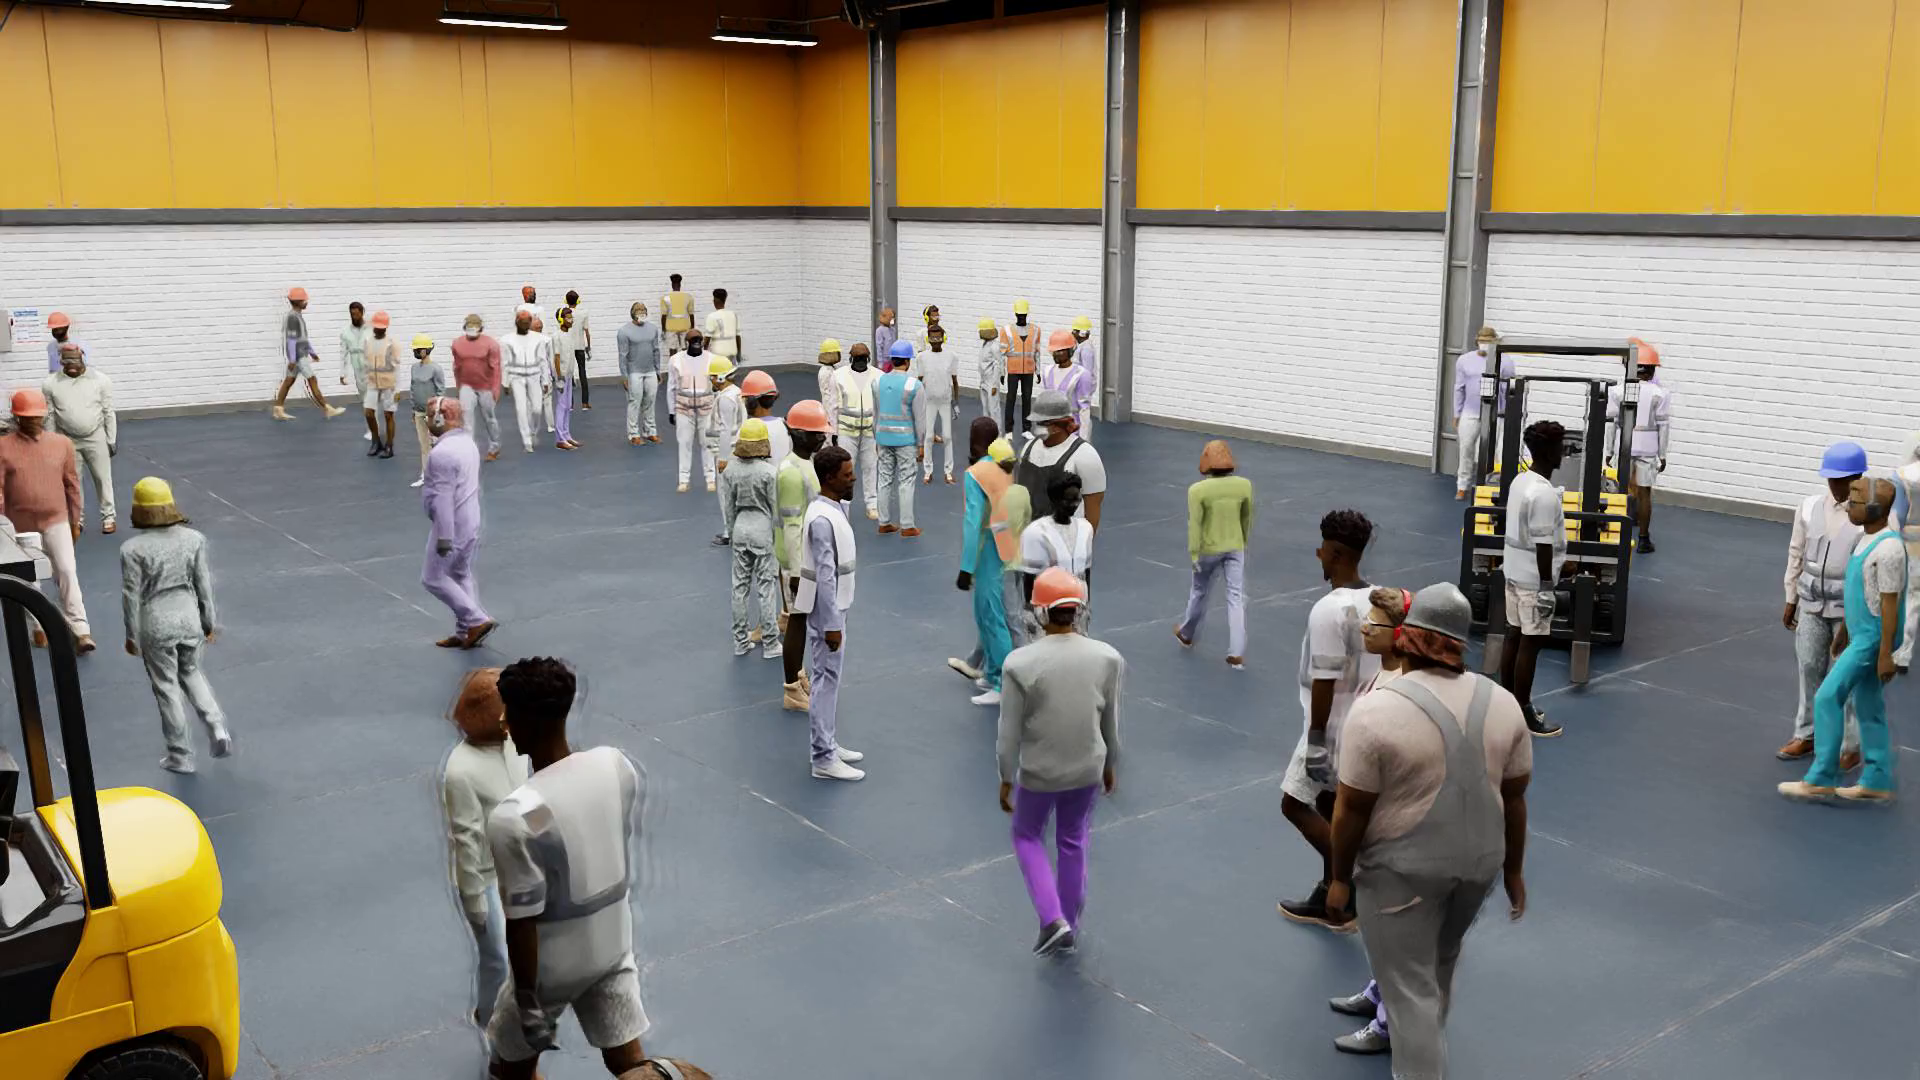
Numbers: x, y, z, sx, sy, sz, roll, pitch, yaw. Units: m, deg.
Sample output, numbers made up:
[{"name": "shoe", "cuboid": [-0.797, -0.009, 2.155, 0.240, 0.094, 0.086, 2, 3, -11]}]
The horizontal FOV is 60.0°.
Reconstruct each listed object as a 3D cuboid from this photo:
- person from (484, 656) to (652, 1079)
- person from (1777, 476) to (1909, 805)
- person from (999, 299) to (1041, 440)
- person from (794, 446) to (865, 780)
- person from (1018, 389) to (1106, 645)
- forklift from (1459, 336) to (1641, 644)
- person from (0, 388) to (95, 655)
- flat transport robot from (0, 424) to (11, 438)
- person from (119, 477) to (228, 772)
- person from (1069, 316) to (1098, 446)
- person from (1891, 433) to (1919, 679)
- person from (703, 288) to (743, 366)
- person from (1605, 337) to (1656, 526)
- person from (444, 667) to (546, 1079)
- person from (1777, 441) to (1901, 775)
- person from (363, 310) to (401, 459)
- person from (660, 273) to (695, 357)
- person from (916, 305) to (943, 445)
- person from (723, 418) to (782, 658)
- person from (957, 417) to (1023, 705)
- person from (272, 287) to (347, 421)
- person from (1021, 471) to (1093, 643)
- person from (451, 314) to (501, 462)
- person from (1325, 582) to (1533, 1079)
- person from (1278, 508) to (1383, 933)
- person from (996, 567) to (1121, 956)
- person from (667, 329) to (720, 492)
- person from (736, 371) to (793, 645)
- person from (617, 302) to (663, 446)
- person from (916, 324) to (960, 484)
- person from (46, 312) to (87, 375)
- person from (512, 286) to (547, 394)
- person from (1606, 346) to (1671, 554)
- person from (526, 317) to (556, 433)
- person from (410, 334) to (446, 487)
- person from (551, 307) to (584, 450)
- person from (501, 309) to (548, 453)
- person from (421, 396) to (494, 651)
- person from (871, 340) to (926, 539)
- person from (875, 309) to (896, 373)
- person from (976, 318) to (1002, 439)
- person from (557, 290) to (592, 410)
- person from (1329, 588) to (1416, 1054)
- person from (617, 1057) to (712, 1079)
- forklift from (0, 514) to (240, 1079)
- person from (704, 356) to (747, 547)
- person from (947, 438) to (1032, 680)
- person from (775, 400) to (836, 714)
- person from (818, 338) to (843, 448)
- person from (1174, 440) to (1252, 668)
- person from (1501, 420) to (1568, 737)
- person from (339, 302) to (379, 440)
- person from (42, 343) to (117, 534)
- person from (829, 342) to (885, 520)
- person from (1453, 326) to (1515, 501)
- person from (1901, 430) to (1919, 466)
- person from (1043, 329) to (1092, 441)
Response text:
[{"name": "person", "cuboid": [-1.183, 1.299, 5.252, 0.962, 1.931, 0.613, 8, 14, 32]}, {"name": "person", "cuboid": [4.826, 0.553, 9.100, 0.721, 1.817, 0.528, 4, 13, 21]}, {"name": "person", "cuboid": [0.834, -2.320, 22.715, 0.594, 1.924, 0.381, -3, 12, -14]}, {"name": "person", "cuboid": [-0.753, 0.409, 9.557, 0.391, 1.919, 0.587, -1, 12, -3]}, {"name": "person", "cuboid": [0.611, -0.022, 11.341, 0.688, 2.000, 0.536, 11, 16, 42]}, {"name": "forklift", "cuboid": [4.683, -0.471, 13.136, 1.214, 2.155, 2.313, 4, 12, 20]}, {"name": "person", "cuboid": [-6.651, -0.117, 12.021, 0.625, 1.938, 0.989, -9, 15, -37]}, {"name": "flat transport robot", "cuboid": [-13.536, -1.525, 22.896, 0.652, 0.197, 1.431, -9, 15, -36]}, {"name": "person", "cuboid": [-4.550, 0.498, 9.579, 0.398, 1.733, 0.487, 8, 14, 33]}, {"name": "person", "cuboid": [1.516, -1.889, 20.863, 0.404, 1.833, 0.592, 0, 12, -1]}, {"name": "person", "cuboid": [6.655, 0.055, 11.474, 0.591, 1.834, 0.404, 1, 12, 4]}, {"name": "person", "cuboid": [-3.672, -2.844, 25.249, 0.986, 1.922, 0.616, 8, 14, 34]}, {"name": "person", "cuboid": [6.762, -1.085, 16.780, 0.569, 1.916, 0.413, -10, 15, -39]}, {"name": "person", "cuboid": [-1.697, 1.258, 6.178, 0.335, 1.620, 0.513, 4, 12, 19]}, {"name": "person", "cuboid": [5.074, 0.384, 9.649, 0.419, 1.937, 0.612, -7, 14, -32]}, {"name": "person", "cuboid": [-7.296, -1.949, 21.008, 0.566, 1.897, 0.507, 2, 12, 10]}, {"name": "person", "cuboid": [-5.003, -3.740, 29.479, 0.613, 1.961, 0.368, -4, 12, -20]}, {"name": "person", "cuboid": [-0.379, -2.211, 22.339, 0.329, 1.868, 0.514, 8, 14, 34]}, {"name": "person", "cuboid": [-1.472, -0.014, 12.027, 0.486, 1.744, 0.294, 5, 13, 25]}, {"name": "person", "cuboid": [0.218, 0.138, 10.958, 0.393, 1.886, 0.634, 3, 12, 15]}, {"name": "person", "cuboid": [-9.773, -2.757, 24.711, 1.074, 1.983, 0.623, -4, 12, -20]}, {"name": "person", "cuboid": [0.575, 0.395, 10.182, 0.547, 1.685, 0.448, -8, 14, -34]}, {"name": "person", "cuboid": [-5.960, -1.847, 20.522, 0.653, 1.877, 1.020, 1, 12, 4]}, {"name": "person", "cuboid": [1.625, 1.117, 5.840, 0.701, 2.000, 0.713, -5, 13, -21]}, {"name": "person", "cuboid": [1.716, 0.835, 7.467, 0.454, 1.937, 0.648, 9, 15, 38]}, {"name": "person", "cuboid": [0.434, 0.980, 7.243, 0.585, 1.733, 0.437, -4, 12, -18]}, {"name": "person", "cuboid": [-2.981, -1.453, 18.739, 0.638, 1.842, 0.429, -1, 12, -6]}, {"name": "person", "cuboid": [-1.468, -0.236, 12.368, 0.397, 2.043, 0.610, 7, 14, 31]}, {"name": "person", "cuboid": [-4.276, -2.224, 22.265, 0.388, 1.927, 0.640, 11, 16, 44]}, {"name": "person", "cuboid": [-0.256, -1.572, 19.278, 0.510, 1.861, 0.324, 0, 12, -1]}, {"name": "person", "cuboid": [-10.973, -1.868, 20.569, 0.545, 1.922, 0.561, 4, 12, 18]}, {"name": "person", "cuboid": [-6.900, -3.134, 26.752, 0.573, 1.884, 0.359, 3, 12, 14]}, {"name": "person", "cuboid": [6.333, -0.842, 15.560, 0.552, 1.932, 0.365, 7, 14, 32]}, {"name": "person", "cuboid": [-5.954, -2.320, 23.445, 0.513, 1.630, 0.318, -2, 12, -8]}, {"name": "person", "cuboid": [-6.076, -1.462, 18.963, 0.522, 1.769, 0.312, 7, 14, 31]}, {"name": "person", "cuboid": [-5.201, -2.136, 21.965, 0.330, 1.874, 0.518, 1, 12, 7]}, {"name": "person", "cuboid": [-5.665, -2.073, 21.658, 0.587, 1.867, 0.444, -5, 13, -21]}, {"name": "person", "cuboid": [-3.707, -0.105, 12.114, 0.431, 1.888, 0.665, 0, 12, 1]}, {"name": "person", "cuboid": [-0.589, -0.976, 16.212, 0.601, 1.939, 0.410, 6, 13, 29]}, {"name": "person", "cuboid": [-1.104, -2.683, 25.185, 0.289, 1.632, 0.497, 6, 13, 27]}, {"name": "person", "cuboid": [0.369, -2.051, 21.870, 0.313, 1.741, 0.487, -5, 13, -21]}, {"name": "person", "cuboid": [-6.010, -2.956, 25.927, 0.533, 1.871, 0.320, -3, 12, -13]}, {"name": "person", "cuboid": [1.678, 1.085, 6.459, 0.390, 1.850, 0.564, 2, 12, 11]}, {"name": "person", "cuboid": [-0.528, 1.797, 3.031, 0.345, 1.847, 0.506, -8, 14, -34]}, {"name": "forklift", "cuboid": [-3.687, 1.115, 5.480, 2.313, 2.155, 1.214, -9, 15, -36]}, {"name": "person", "cuboid": [-2.223, -0.846, 15.878, 0.403, 1.817, 0.601, 0, 12, -1]}, {"name": "person", "cuboid": [0.196, 0.184, 11.083, 0.883, 1.724, 0.540, 8, 14, 35]}, {"name": "person", "cuboid": [-0.989, 0.106, 10.754, 0.403, 2.035, 0.604, 1, 12, 4]}, {"name": "person", "cuboid": [-1.434, -1.381, 18.622, 0.289, 1.746, 0.487, 1, 12, 6]}, {"name": "person", "cuboid": [1.844, 0.077, 11.966, 0.518, 1.591, 0.855, -3, 12, -12]}, {"name": "person", "cuboid": [3.566, 0.229, 10.325, 0.364, 1.965, 0.636, 0, 12, 2]}, {"name": "person", "cuboid": [-8.172, -2.299, 22.723, 0.627, 1.878, 0.861, 1, 12, 4]}, {"name": "person", "cuboid": [-8.638, -0.985, 16.356, 0.636, 1.900, 0.401, -4, 12, -20]}, {"name": "person", "cuboid": [-1.034, -1.112, 17.100, 0.621, 1.841, 0.429, -3, 12, -12]}, {"name": "person", "cuboid": [5.680, -1.363, 18.094, 0.623, 1.927, 0.367, 6, 13, 28]}, {"name": "person", "cuboid": [7.957, -0.340, 13.600, 0.525, 1.753, 0.416, 5, 13, 22]}, {"name": "person", "cuboid": [1.006, -1.057, 16.359, 0.398, 2.034, 0.610, -11, 16, -43]}]
